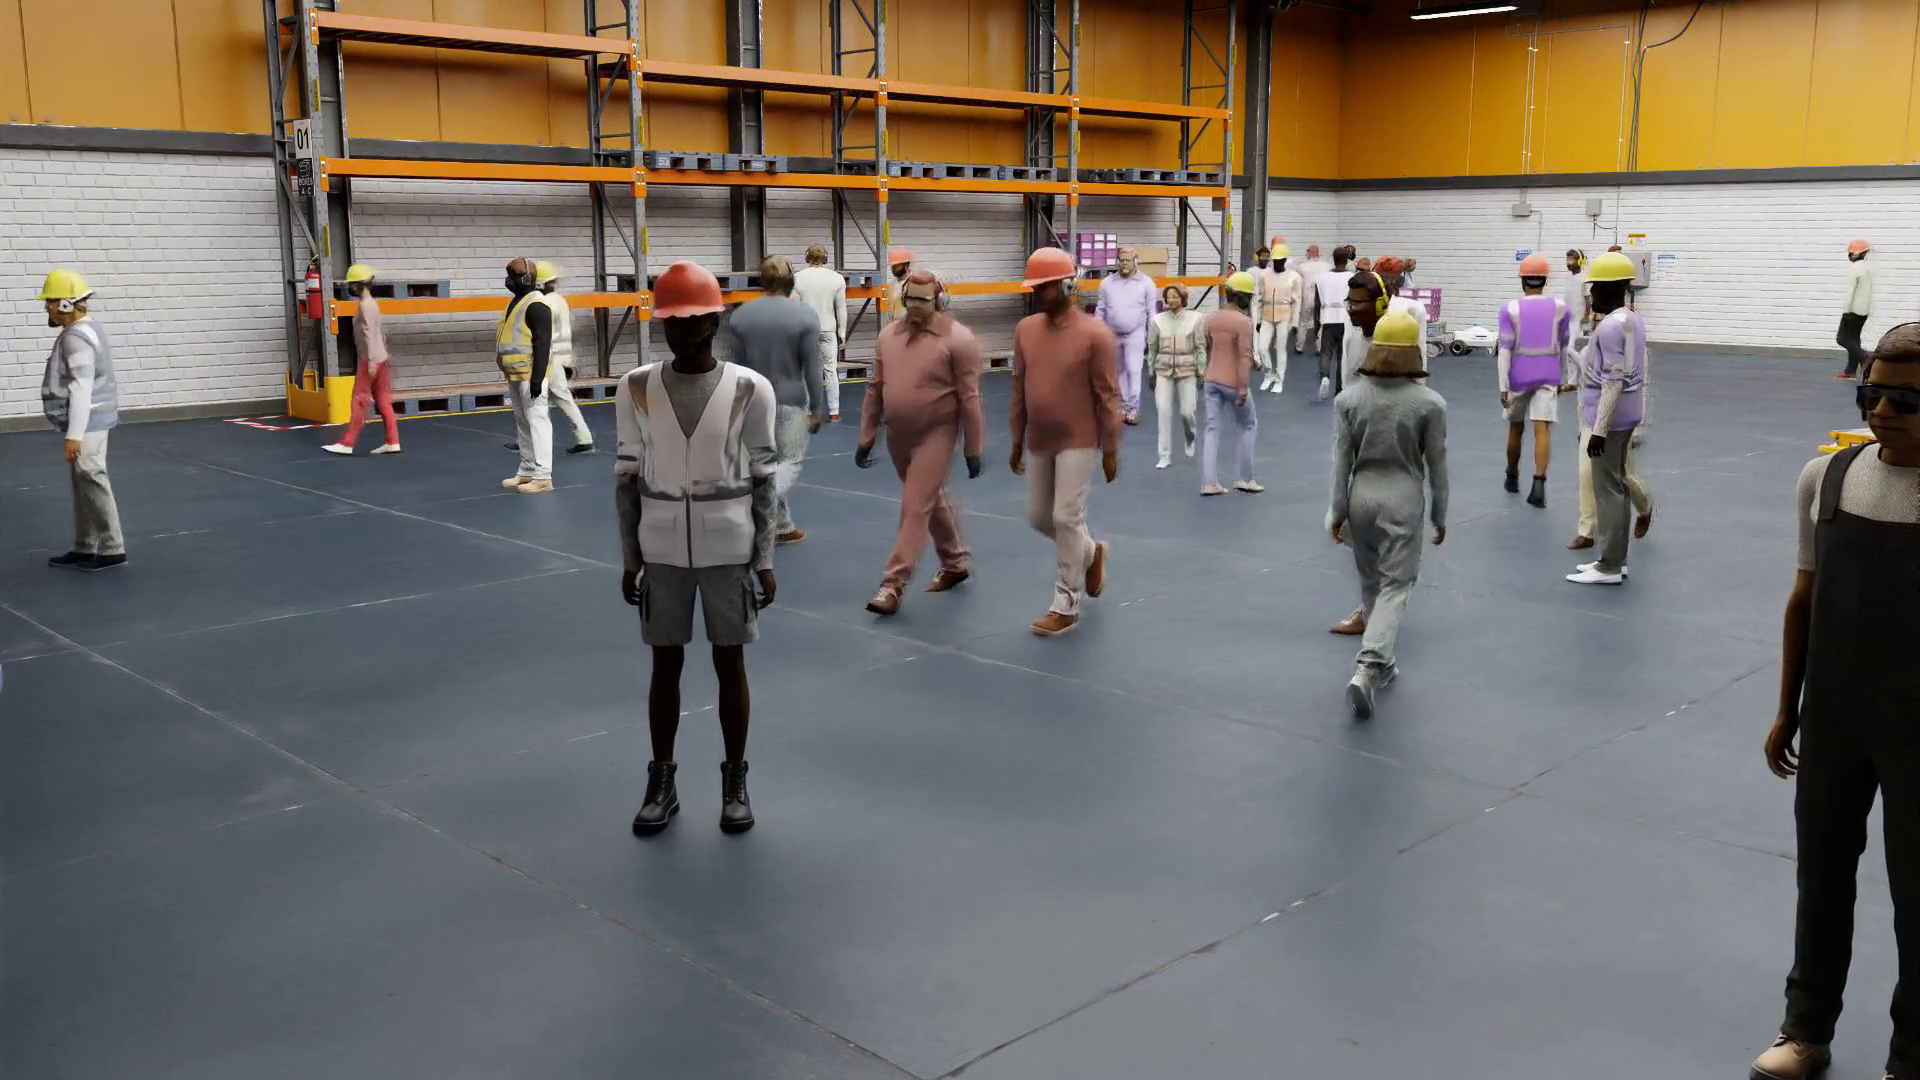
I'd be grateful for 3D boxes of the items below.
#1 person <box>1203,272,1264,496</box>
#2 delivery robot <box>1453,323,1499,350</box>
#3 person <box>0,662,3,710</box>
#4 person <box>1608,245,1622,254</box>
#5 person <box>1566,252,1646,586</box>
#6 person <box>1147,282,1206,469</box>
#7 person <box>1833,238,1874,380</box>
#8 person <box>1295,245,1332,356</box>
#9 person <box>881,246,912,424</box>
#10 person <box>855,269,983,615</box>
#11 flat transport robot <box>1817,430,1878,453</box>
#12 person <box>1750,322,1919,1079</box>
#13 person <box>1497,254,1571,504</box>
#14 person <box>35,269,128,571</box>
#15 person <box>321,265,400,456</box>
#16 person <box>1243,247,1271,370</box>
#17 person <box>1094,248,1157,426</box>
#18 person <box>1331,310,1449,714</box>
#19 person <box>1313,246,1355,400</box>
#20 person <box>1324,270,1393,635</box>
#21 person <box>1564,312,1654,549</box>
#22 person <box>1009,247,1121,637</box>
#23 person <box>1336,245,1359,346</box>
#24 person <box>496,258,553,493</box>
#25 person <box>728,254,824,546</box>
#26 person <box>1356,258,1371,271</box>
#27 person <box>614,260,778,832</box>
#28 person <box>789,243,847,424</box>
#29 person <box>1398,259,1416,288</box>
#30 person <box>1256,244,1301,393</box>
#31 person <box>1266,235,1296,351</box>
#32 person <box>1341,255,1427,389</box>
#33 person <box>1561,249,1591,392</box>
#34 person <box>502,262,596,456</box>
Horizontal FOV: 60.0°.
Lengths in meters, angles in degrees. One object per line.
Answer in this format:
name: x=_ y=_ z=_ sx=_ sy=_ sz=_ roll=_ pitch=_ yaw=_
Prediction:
person: x=2.151 y=-1.214 z=12.991 sx=0.670 sy=1.734 sz=0.518 roll=-8 pitch=13 yaw=-38
delivery robot: x=8.651 y=-3.395 z=27.857 sx=0.707 sy=0.478 sz=0.477 roll=7 pitch=12 yaw=32
person: x=-1.374 y=0.701 z=1.998 sx=0.375 sy=1.939 sz=0.546 roll=1 pitch=10 yaw=8
person: x=11.238 y=-4.173 z=28.831 sx=0.381 sy=1.844 sz=0.566 roll=10 pitch=14 yaw=43
person: x=3.753 y=-0.699 z=9.667 sx=0.382 sy=1.924 sz=0.594 roll=6 pitch=12 yaw=31
person: x=1.900 y=-1.447 z=14.571 sx=0.533 sy=1.624 sz=0.531 roll=3 pitch=11 yaw=17
person: x=12.529 y=-3.199 z=23.170 sx=0.606 sy=1.980 sz=0.559 roll=-7 pitch=13 yaw=-34
person: x=5.966 y=-4.037 z=28.099 sx=0.652 sy=1.846 sz=1.035 roll=0 pitch=10 yaw=0
person: x=-0.548 y=-2.208 z=17.948 sx=0.753 sy=1.913 sz=0.551 roll=-9 pitch=14 yaw=-41
person: x=-0.222 y=-0.545 z=9.084 sx=0.661 sy=1.849 sz=1.058 roll=9 pitch=14 yaw=40
flat transport robot: x=8.664 y=-0.899 z=15.276 sx=1.431 sy=0.197 sz=0.652 roll=-5 pitch=11 yaw=-24
person: x=2.108 y=0.425 z=3.801 sx=0.341 sy=1.839 sz=0.501 roll=-6 pitch=12 yaw=-31
person: x=4.379 y=-1.237 z=12.735 sx=0.541 sy=1.893 sz=1.015 roll=2 pitch=11 yaw=12
person: x=-5.309 y=-0.711 z=10.032 sx=0.417 sy=1.834 sz=0.598 roll=-4 pitch=11 yaw=-23
person: x=-5.533 y=-1.637 z=15.259 sx=0.711 sy=1.738 sz=0.551 roll=-2 pitch=11 yaw=-12
person: x=4.552 y=-3.453 z=24.908 sx=0.531 sy=1.833 sz=0.897 roll=-1 pitch=10 yaw=-3
person: x=1.736 y=-2.163 z=17.766 sx=0.640 sy=1.876 sz=0.897 roll=4 pitch=11 yaw=22
person: x=1.828 y=-0.131 z=7.166 sx=0.493 sy=1.710 sz=0.844 roll=6 pitch=12 yaw=30
person: x=4.583 y=-2.626 z=20.275 sx=0.604 sy=1.893 sz=0.695 roll=4 pitch=11 yaw=22
person: x=2.097 y=-0.432 z=8.419 sx=0.467 sy=1.849 sz=0.541 roll=-4 pitch=11 yaw=-20
person: x=4.260 y=-0.740 z=10.796 sx=0.680 sy=1.609 sz=0.503 roll=-7 pitch=12 yaw=-33
person: x=0.579 y=-0.525 z=8.615 sx=0.638 sy=1.968 sz=0.769 roll=9 pitch=14 yaw=40
person: x=7.021 y=-4.405 z=30.105 sx=0.429 sy=1.846 sz=0.626 roll=-2 pitch=11 yaw=-12
person: x=-3.442 y=-1.300 z=13.173 sx=0.429 sy=1.846 sz=0.625 roll=-7 pitch=13 yaw=-34
person: x=-1.196 y=-0.854 z=10.573 sx=0.636 sy=1.915 sz=0.831 roll=4 pitch=11 yaw=20
person: x=7.116 y=-4.182 z=29.483 sx=0.270 sy=1.630 sz=0.496 roll=-3 pitch=11 yaw=-16
person: x=-0.887 y=0.038 z=5.616 sx=0.546 sy=1.939 sz=0.375 roll=0 pitch=10 yaw=0
person: x=-1.532 y=-2.217 z=17.910 sx=0.633 sy=1.938 sz=0.356 roll=-2 pitch=11 yaw=-9
person: x=7.993 y=-4.188 z=29.601 sx=0.849 sy=1.598 sz=0.534 roll=8 pitch=13 yaw=36
person: x=4.058 y=-2.829 z=21.323 sx=0.608 sy=1.905 sz=0.431 roll=6 pitch=12 yaw=31
person: x=5.575 y=-4.308 z=29.086 sx=0.632 sy=2.020 sz=0.445 roll=2 pitch=11 yaw=10
person: x=2.980 y=-1.054 z=11.718 sx=0.584 sy=1.882 sz=0.337 roll=3 pitch=11 yaw=15
person: x=7.933 y=-2.830 z=21.496 sx=0.405 sy=1.849 sz=0.522 roll=-2 pitch=11 yaw=-11
person: x=-3.771 y=-1.650 z=15.246 sx=0.924 sy=1.786 sz=0.611 roll=1 pitch=10 yaw=4
